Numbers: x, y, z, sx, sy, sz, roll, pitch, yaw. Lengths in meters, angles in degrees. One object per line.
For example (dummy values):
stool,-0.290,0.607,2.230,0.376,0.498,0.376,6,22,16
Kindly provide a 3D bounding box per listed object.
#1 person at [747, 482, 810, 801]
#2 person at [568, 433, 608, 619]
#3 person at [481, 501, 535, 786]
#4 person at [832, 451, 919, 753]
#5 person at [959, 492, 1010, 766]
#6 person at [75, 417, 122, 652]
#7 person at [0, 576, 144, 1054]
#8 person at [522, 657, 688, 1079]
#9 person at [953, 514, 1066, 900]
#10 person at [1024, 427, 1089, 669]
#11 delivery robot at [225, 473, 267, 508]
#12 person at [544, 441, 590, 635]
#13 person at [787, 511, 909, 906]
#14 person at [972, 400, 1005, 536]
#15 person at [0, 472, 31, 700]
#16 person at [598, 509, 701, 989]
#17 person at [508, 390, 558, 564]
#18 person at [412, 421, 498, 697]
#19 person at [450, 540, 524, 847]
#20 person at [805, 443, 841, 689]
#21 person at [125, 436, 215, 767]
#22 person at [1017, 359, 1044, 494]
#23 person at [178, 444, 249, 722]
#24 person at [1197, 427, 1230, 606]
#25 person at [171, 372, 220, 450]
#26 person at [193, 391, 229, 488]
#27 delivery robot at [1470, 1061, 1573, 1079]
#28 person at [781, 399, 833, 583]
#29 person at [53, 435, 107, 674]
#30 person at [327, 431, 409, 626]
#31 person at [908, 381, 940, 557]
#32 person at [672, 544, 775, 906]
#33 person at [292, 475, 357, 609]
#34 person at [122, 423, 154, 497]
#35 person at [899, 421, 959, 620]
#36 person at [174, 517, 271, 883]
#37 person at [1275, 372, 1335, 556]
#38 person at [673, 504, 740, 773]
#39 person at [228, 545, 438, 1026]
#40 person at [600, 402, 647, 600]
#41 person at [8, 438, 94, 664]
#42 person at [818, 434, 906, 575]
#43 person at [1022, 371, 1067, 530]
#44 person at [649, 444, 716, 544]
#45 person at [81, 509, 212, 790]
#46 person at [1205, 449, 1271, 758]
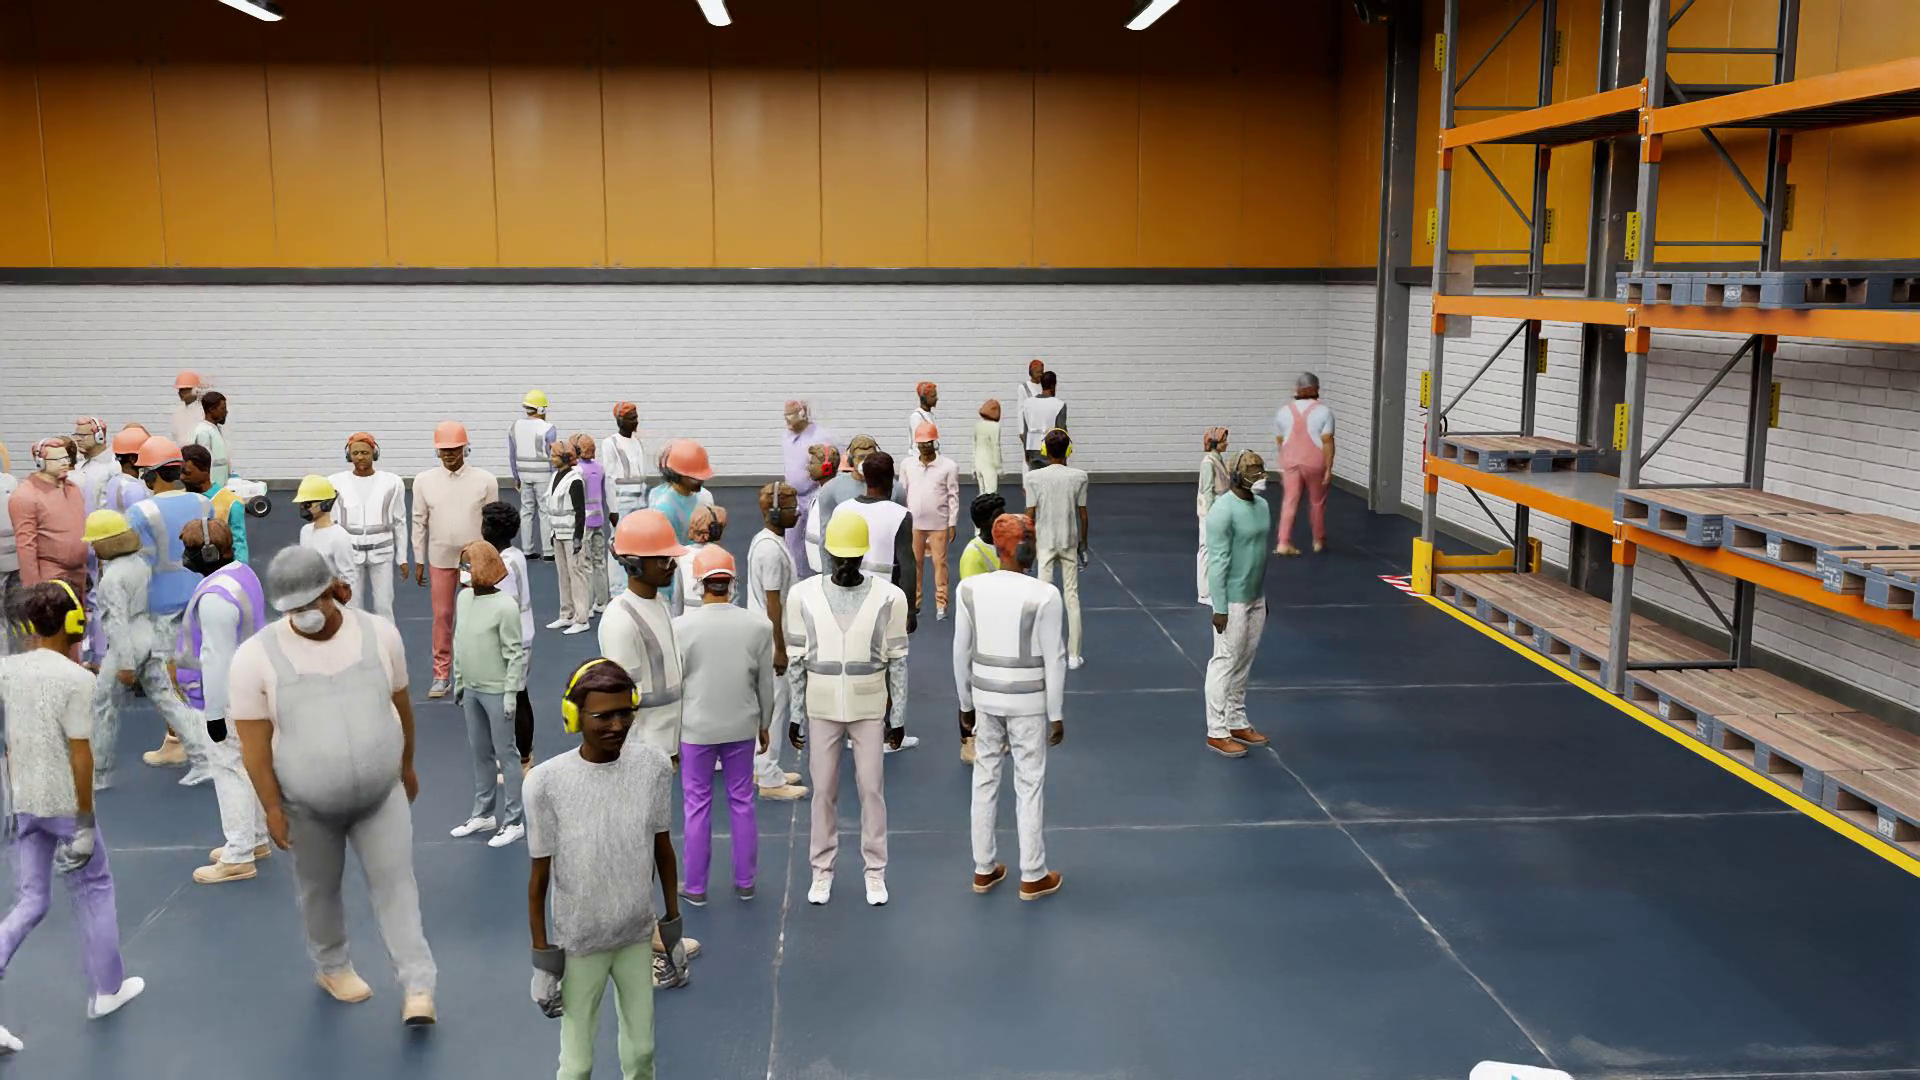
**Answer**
person,-1.067,0.578,9.638,0.342,1.845,0.506,-2,9,-10
person,-3.302,-0.122,14.682,0.306,1.639,0.523,4,10,21
person,-2.699,0.610,9.906,0.316,1.695,0.542,-1,9,-8
person,-0.543,0.394,10.569,0.597,1.916,0.371,5,10,30
person,0.156,0.545,10.311,0.320,1.695,0.537,3,10,19
person,-6.868,-0.028,13.256,0.638,1.909,0.408,4,10,23
person,-3.636,1.077,6.554,0.518,1.840,0.809,2,9,15
person,-1.105,1.274,5.232,0.510,1.862,0.327,-6,11,-34
person,0.246,0.807,8.092,0.576,1.881,0.354,5,10,28
person,0.732,0.069,12.772,0.521,1.868,0.335,0,9,-2
delivery robot,-9.059,-0.598,20.769,0.707,0.478,0.477,-7,11,-36
person,-3.324,-0.025,14.070,0.307,1.639,0.525,-7,11,-38
person,-0.536,0.807,7.982,0.586,1.918,0.395,0,9,1
person,0.300,-0.788,18.990,0.456,1.600,0.682,-4,10,-26
person,-6.910,0.173,11.891,0.415,1.940,0.608,1,9,7
person,-1.326,0.878,7.139,0.374,2.044,0.605,0,9,2
person,-4.426,-0.661,17.457,0.602,1.830,0.404,4,10,23
person,-3.604,0.137,11.937,0.625,1.992,0.388,-2,9,-11
person,-2.520,0.809,8.851,0.498,1.634,0.279,7,11,36
person,-0.917,0.236,11.785,0.389,1.846,0.567,-2,9,-11
person,-4.876,0.379,10.273,0.377,2.044,0.608,4,10,21
person,1.032,-1.539,22.850,0.585,1.878,0.364,-7,12,-38
person,-5.034,0.305,11.147,0.596,1.912,0.384,3,9,17
person,2.328,-0.222,15.301,0.310,1.642,0.514,3,9,17
person,-8.335,-0.829,18.047,0.649,1.973,0.702,4,10,23
person,-7.242,-0.481,16.102,0.384,1.910,0.596,-2,9,-12
delivery robot,1.759,1.884,5.187,0.477,0.478,0.707,3,10,17
person,-1.421,-0.412,15.844,0.665,1.869,0.678,7,12,38
person,-6.643,0.134,12.476,0.357,1.836,0.511,3,9,17
person,-4.372,0.141,12.269,0.572,1.883,0.358,-3,10,-18
person,-0.383,-0.771,17.993,0.349,1.882,0.577,2,9,14
person,-1.174,0.887,8.031,0.573,1.741,0.355,-4,10,-24
person,-4.048,0.461,10.620,0.526,1.769,0.329,7,11,38
person,-7.793,-0.302,15.831,0.497,1.633,0.279,4,10,21
person,-0.288,-0.168,14.611,0.565,1.751,0.330,2,9,14
person,-3.697,0.790,8.360,0.429,1.837,0.624,-2,9,-11
person,3.724,-0.848,17.986,0.694,2.000,0.952,5,11,31
person,-1.535,0.598,10.162,0.525,1.639,0.307,7,11,38
person,-2.467,0.961,6.624,0.725,2.000,0.971,-6,11,-32
person,-3.027,-0.315,15.127,0.354,1.883,0.573,3,10,19
person,-6.264,0.239,11.578,0.399,1.908,0.643,1,9,7
person,-0.667,0.230,11.532,0.629,1.940,0.379,-3,10,-18
person,0.979,-1.028,19.541,0.589,1.909,0.402,6,11,35
person,-1.982,0.233,11.814,0.517,1.842,0.325,3,9,17
person,-4.848,0.643,9.708,0.878,1.696,0.512,0,9,-3
person,1.772,0.388,10.542,0.354,1.938,0.635,7,11,36
